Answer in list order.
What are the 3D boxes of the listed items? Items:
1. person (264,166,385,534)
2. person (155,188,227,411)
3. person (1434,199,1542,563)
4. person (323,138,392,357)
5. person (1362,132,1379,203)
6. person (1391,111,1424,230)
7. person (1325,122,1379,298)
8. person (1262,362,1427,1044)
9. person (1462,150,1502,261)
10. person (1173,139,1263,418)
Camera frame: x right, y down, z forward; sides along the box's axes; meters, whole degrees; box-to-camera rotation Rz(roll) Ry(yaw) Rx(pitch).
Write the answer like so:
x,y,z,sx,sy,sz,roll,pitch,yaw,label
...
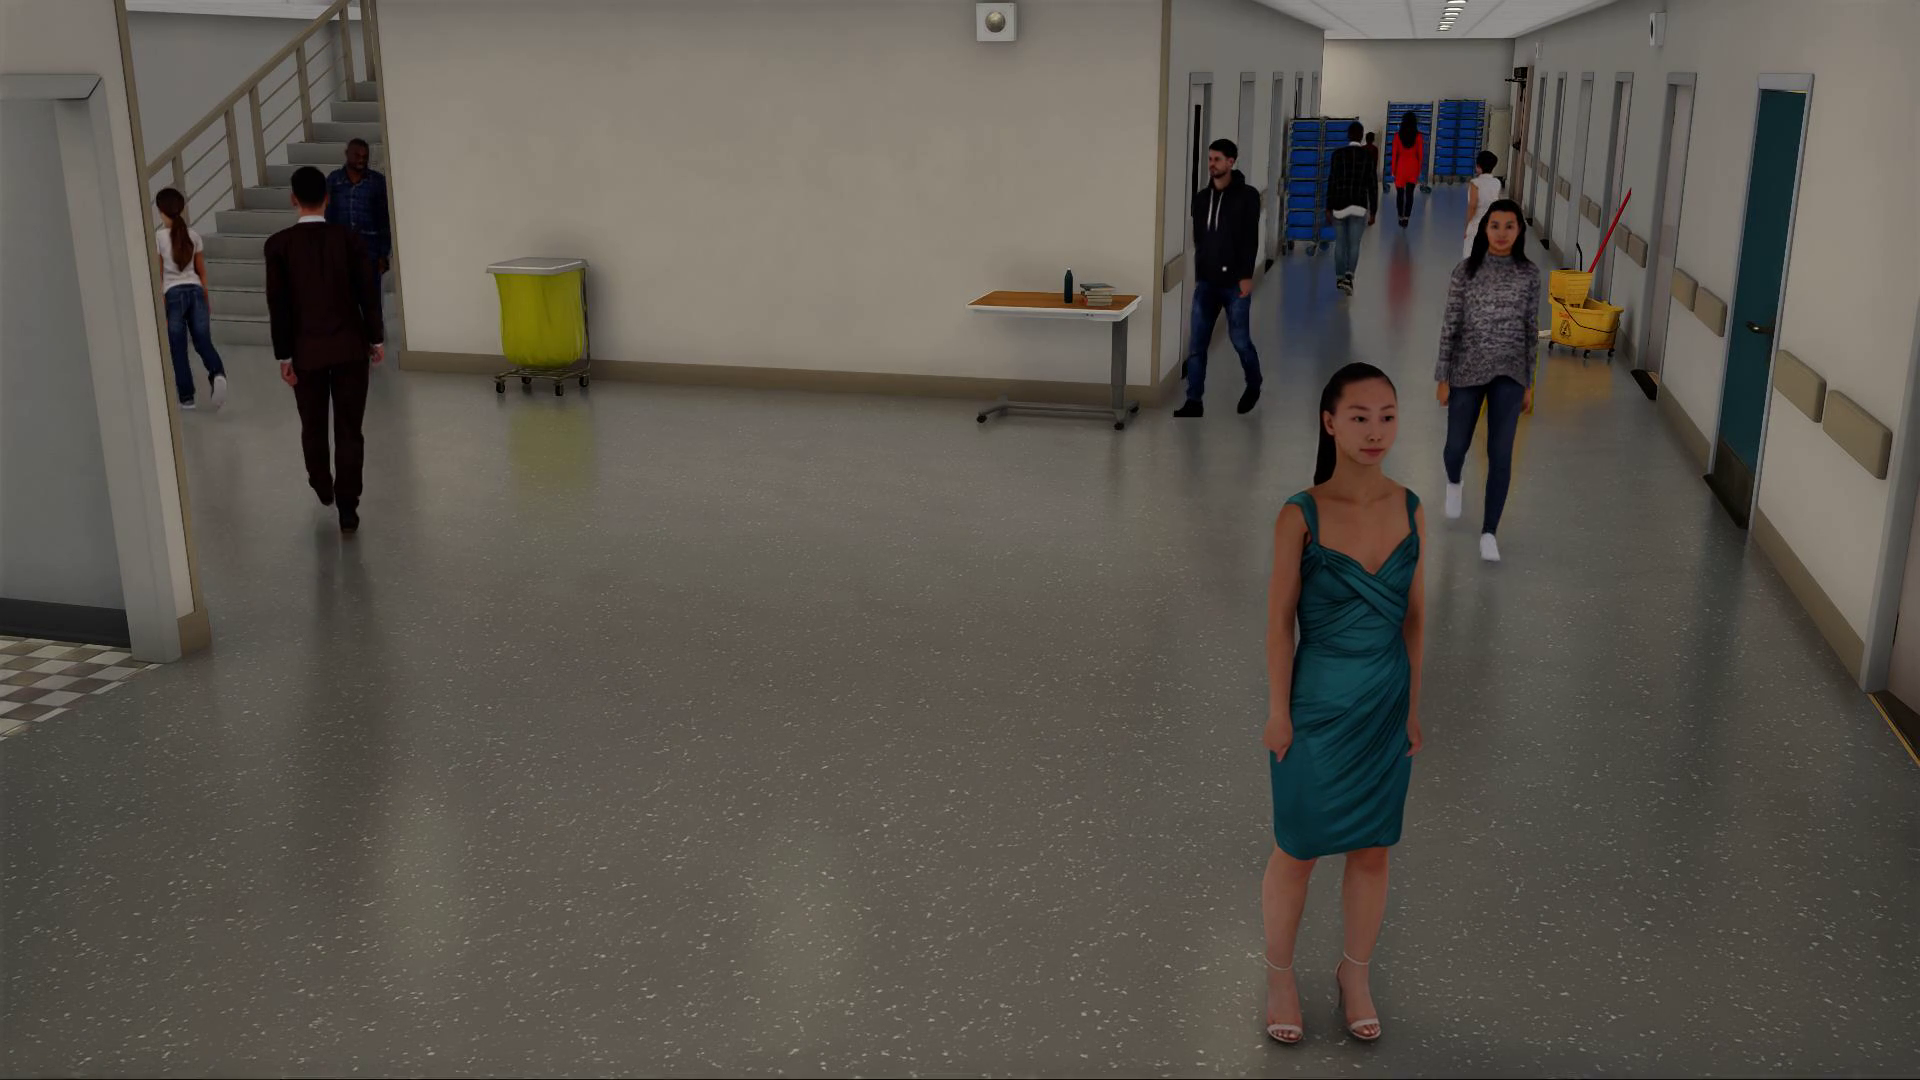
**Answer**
x,y,z,sx,sy,sz,roll,pitch,yaw,label
-3.209,-0.934,8.472,1.056,1.830,1.224,-5,16,-16,person
-5.340,-1.636,11.490,0.972,1.544,0.911,-15,22,-43,person
2.604,-0.805,8.245,0.623,1.706,1.067,4,16,14,person
-4.833,-2.313,13.487,1.018,1.764,1.223,-1,16,-5,person
7.452,-6.793,30.315,0.506,1.255,0.500,3,16,10,person
6.629,-5.418,24.616,0.661,1.700,1.099,3,16,10,person
4.081,-3.433,17.427,0.672,1.781,1.178,5,16,16,person
0.912,0.414,3.958,0.596,1.686,0.601,-3,16,-11,person
5.300,-3.162,16.887,0.650,1.552,0.699,-7,17,-24,person
1.855,-1.768,11.357,0.934,1.870,1.161,12,19,36,person
